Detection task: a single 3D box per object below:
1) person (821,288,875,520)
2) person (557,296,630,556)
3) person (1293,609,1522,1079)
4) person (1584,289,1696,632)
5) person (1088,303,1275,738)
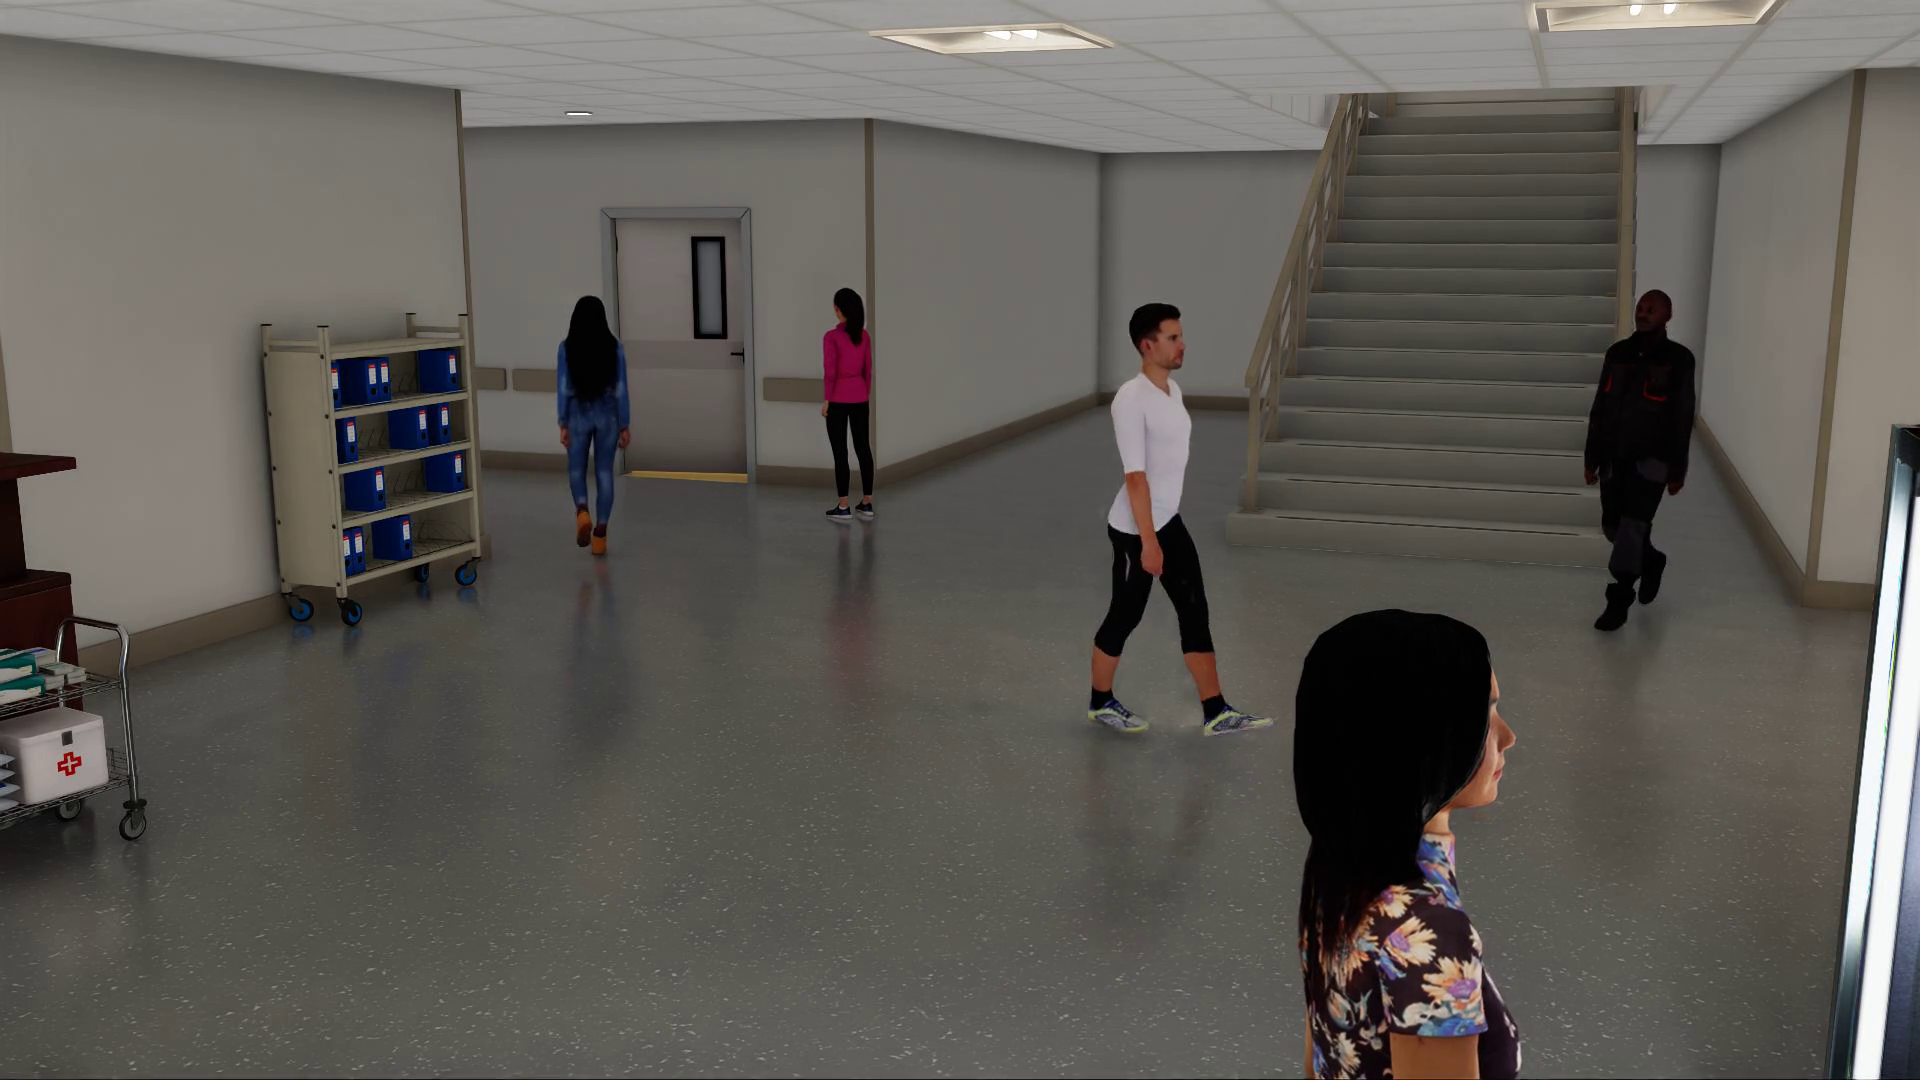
[{"bbox_3d":[-0.830,-1.018,12.380,0.652,1.699,0.745,-9,14,-39],"label":"person"},{"bbox_3d":[-2.381,-0.717,10.794,0.797,1.699,0.888,-2,11,-9],"label":"person"},{"bbox_3d":[0.515,0.933,2.010,0.728,1.733,0.591,-1,11,-3],"label":"person"},{"bbox_3d":[3.753,-0.456,9.140,1.279,1.803,1.046,-10,15,-42],"label":"person"},{"bbox_3d":[0.709,-0.054,6.979,0.922,1.819,1.087,7,13,33],"label":"person"}]
